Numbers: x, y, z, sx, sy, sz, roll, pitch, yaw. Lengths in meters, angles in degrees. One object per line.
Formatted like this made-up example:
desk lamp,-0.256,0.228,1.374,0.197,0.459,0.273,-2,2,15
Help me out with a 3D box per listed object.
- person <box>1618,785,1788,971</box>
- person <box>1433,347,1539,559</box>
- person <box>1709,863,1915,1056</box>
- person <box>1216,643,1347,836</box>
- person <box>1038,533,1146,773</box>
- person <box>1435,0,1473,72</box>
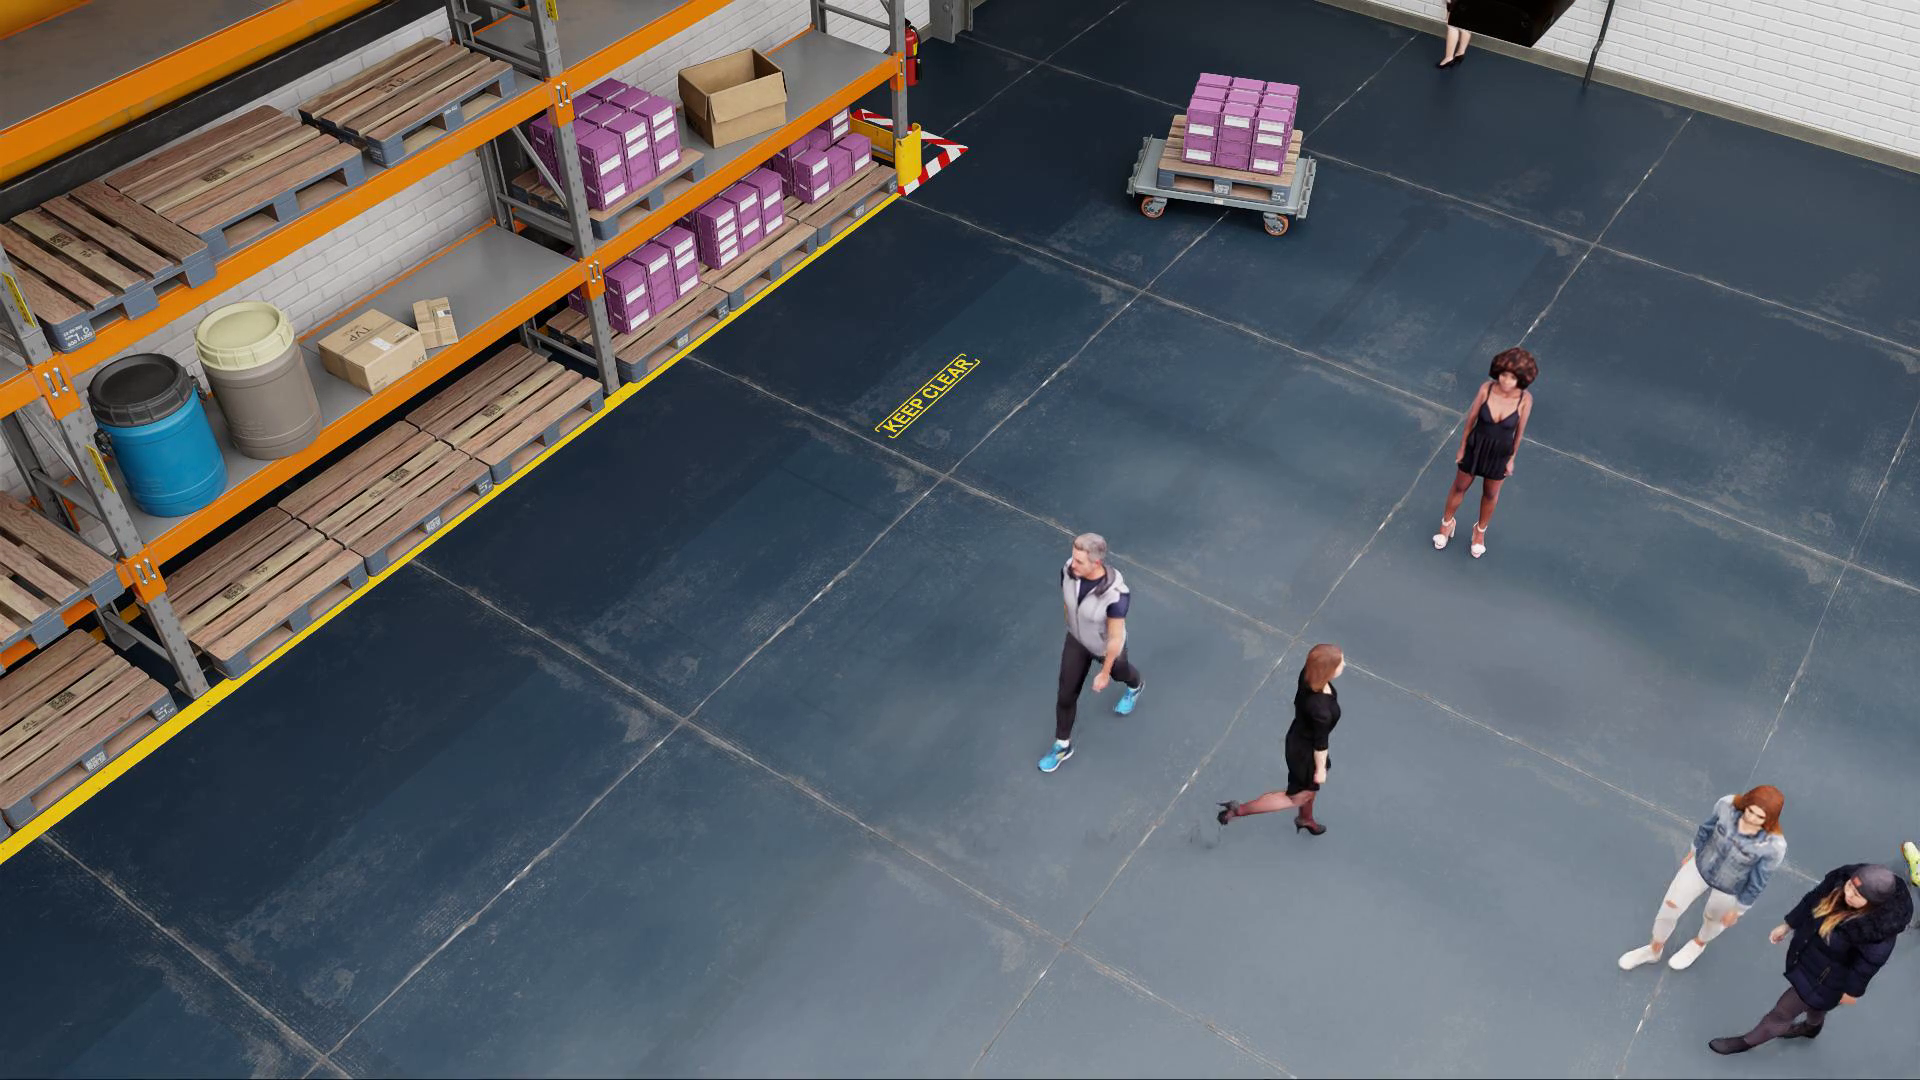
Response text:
person,4.258,1.835,9.184,0.884,1.682,0.783,-23,48,-22
person,3.704,-0.613,11.675,0.606,1.789,0.603,15,46,15
person,4.670,2.219,8.802,1.011,1.652,0.996,0,44,0
person,1.958,1.251,9.795,0.969,1.683,0.986,0,44,0
person,0.915,0.611,10.402,0.732,1.773,1.226,29,51,27
person,5.167,-5.614,17.027,0.565,1.648,0.684,-24,48,-23
